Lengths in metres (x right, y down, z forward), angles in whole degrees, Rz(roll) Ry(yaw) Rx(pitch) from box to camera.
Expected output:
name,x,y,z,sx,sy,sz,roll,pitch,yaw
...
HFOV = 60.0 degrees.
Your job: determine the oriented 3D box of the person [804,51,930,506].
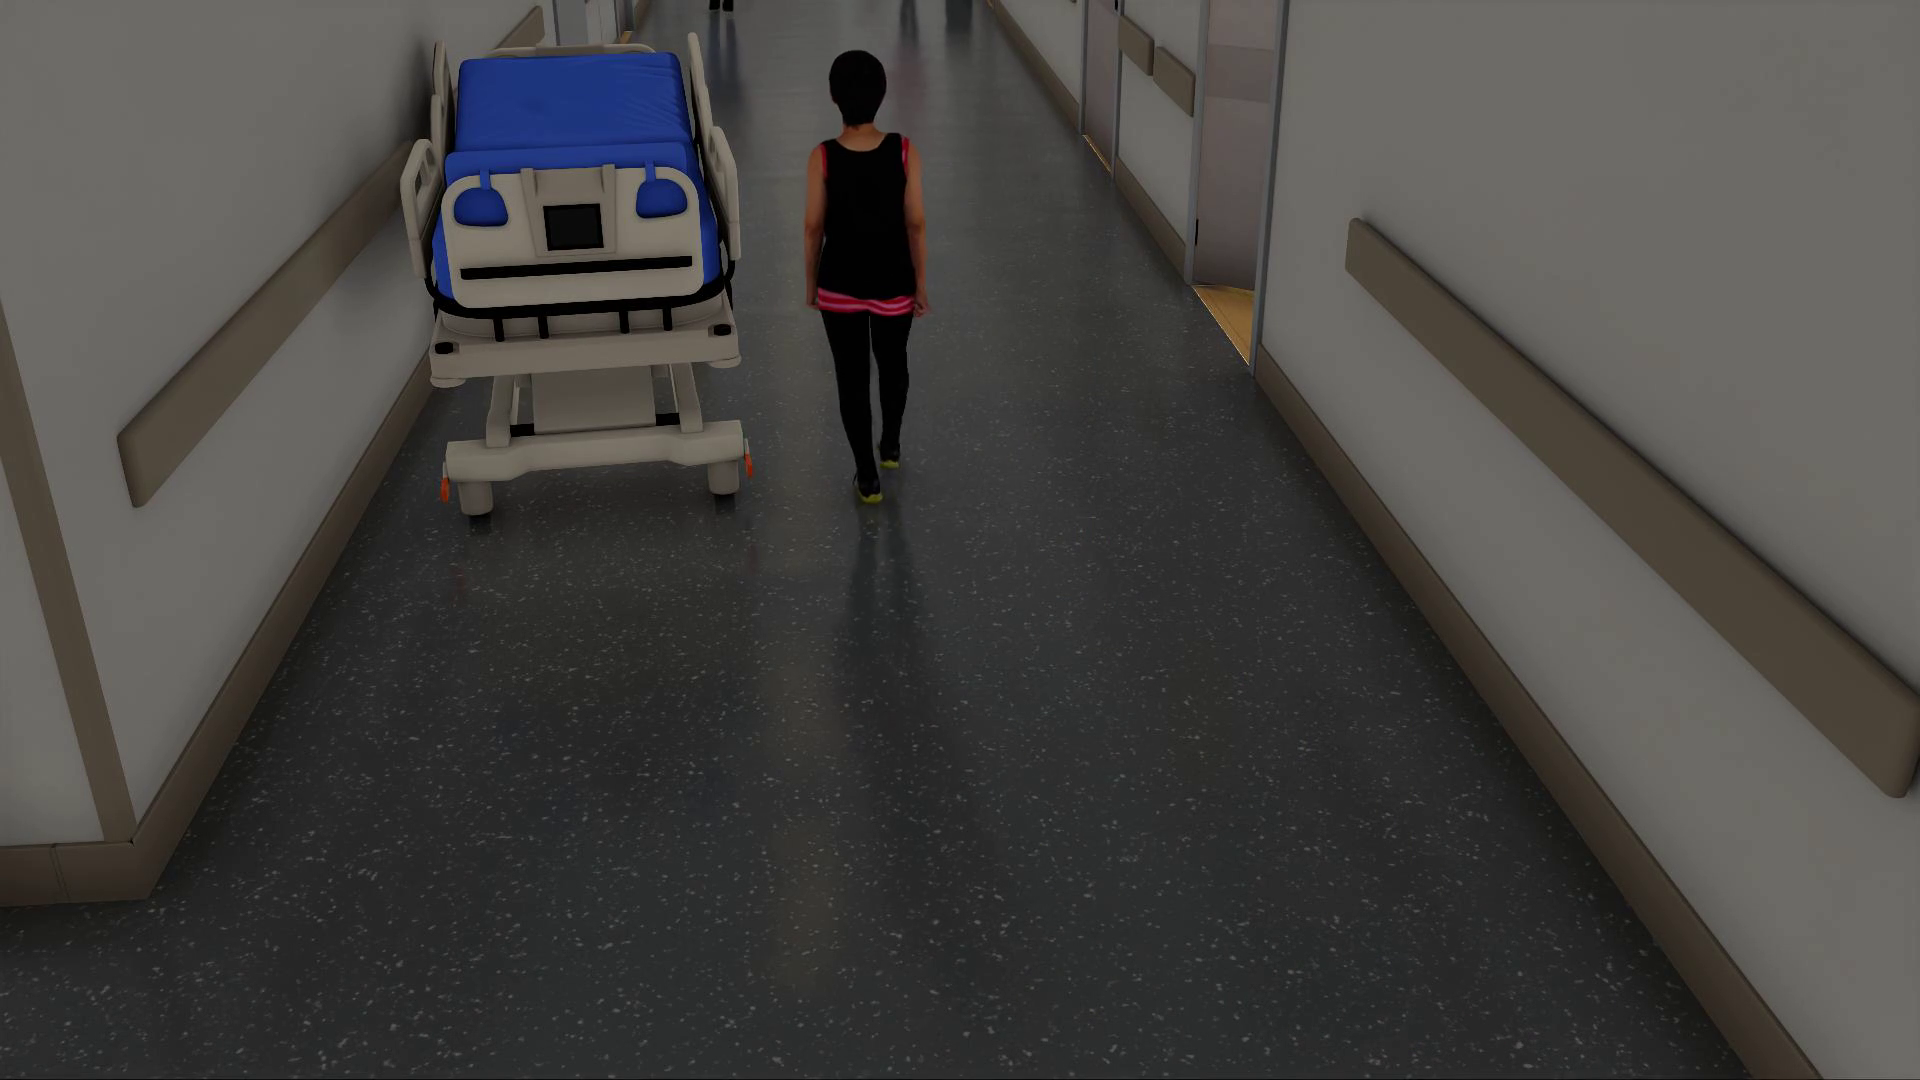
name,x,y,z,sx,sy,sz,roll,pitch,yaw
person,-0.308,-0.850,5.654,0.671,1.538,0.657,-5,26,-9
